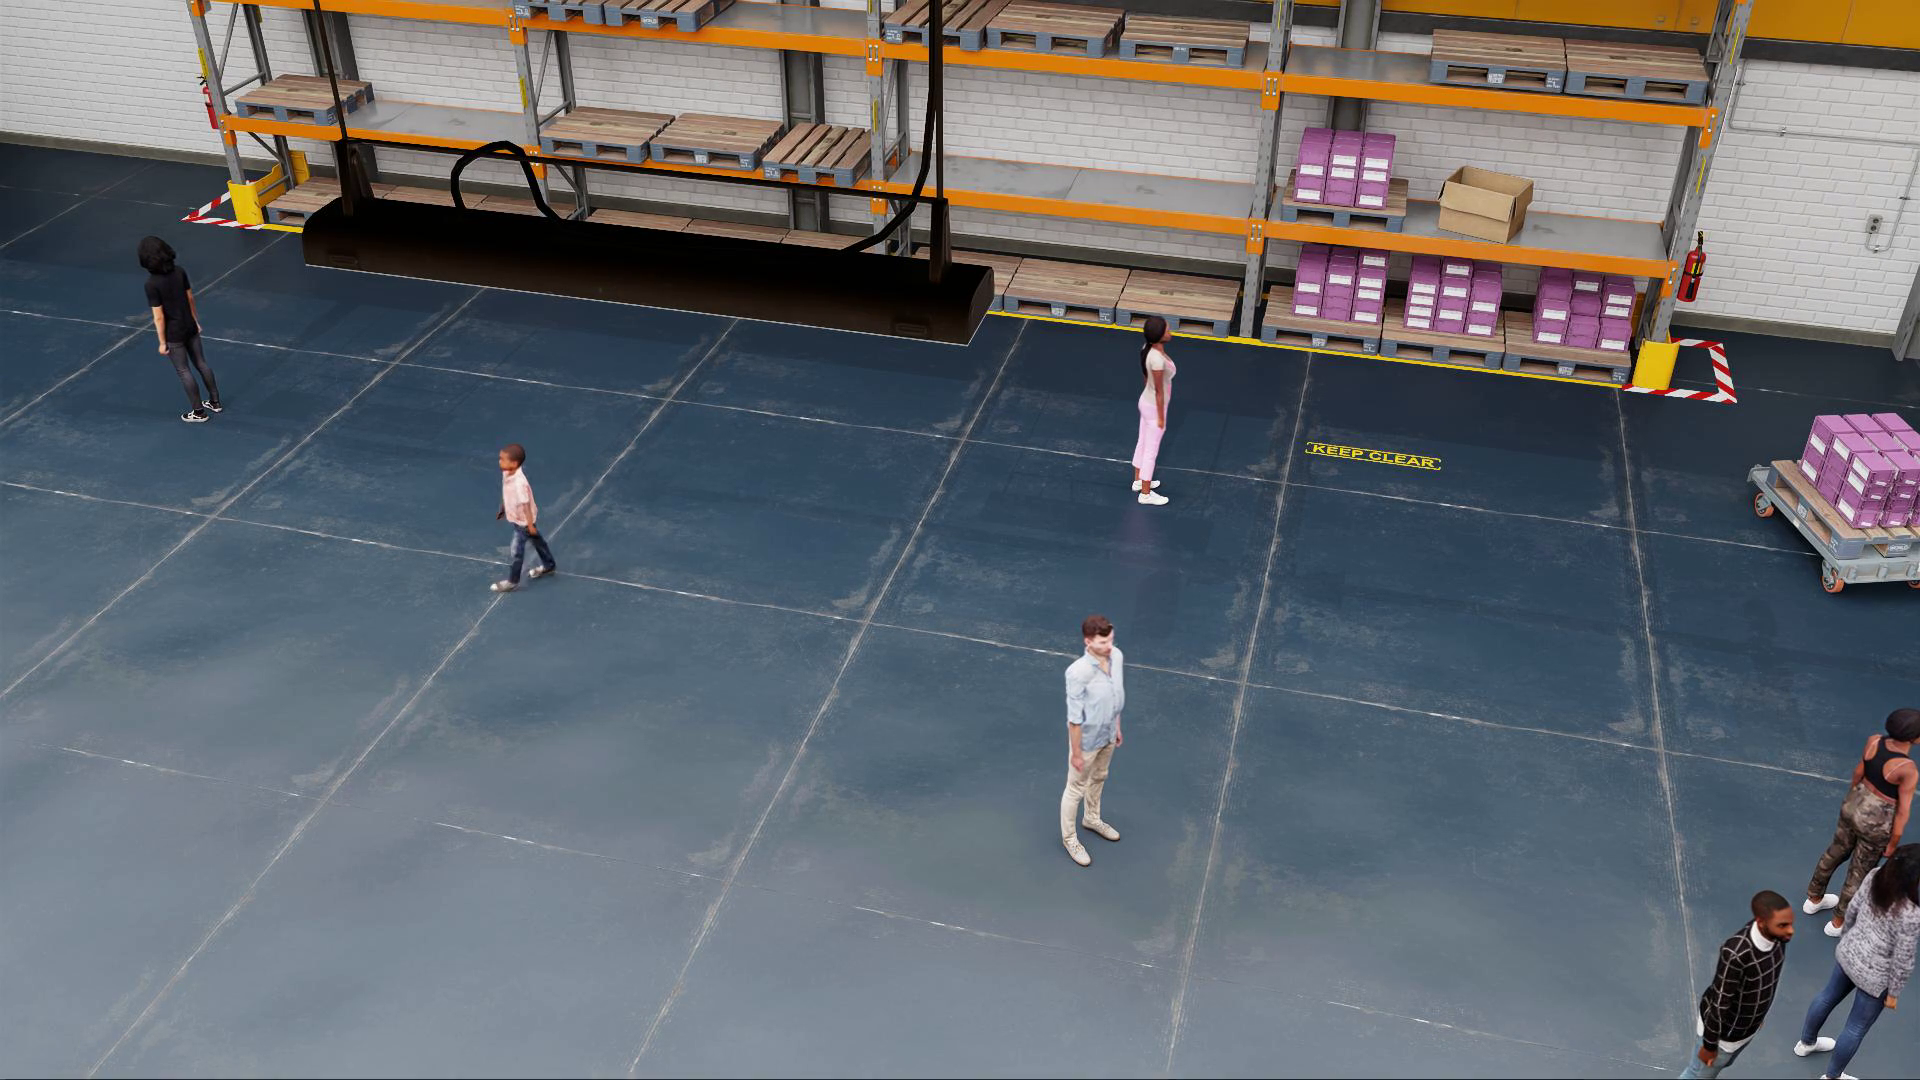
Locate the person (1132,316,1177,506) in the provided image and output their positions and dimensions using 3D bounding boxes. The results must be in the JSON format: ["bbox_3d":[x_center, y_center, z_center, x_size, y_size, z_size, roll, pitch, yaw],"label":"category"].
[{"bbox_3d":[1.665,-1.137,14.379,0.635,1.740,0.647,-4,34,-6],"label":"person"}]

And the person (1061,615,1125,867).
[{"bbox_3d":[0.851,1.242,10.703,0.726,1.848,0.731,28,43,35],"label":"person"}]

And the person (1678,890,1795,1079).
[{"bbox_3d":[4.062,2.524,8.798,0.743,1.821,0.771,-23,40,-30],"label":"person"}]

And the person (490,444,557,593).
[{"bbox_3d":[-3.455,-0.209,13.396,0.865,1.284,0.781,-13,36,-19],"label":"person"}]

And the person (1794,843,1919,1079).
[{"bbox_3d":[5.015,2.326,9.178,0.657,1.731,0.690,-4,34,-7],"label":"person"}]

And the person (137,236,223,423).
[{"bbox_3d":[-7.313,-1.978,15.561,0.561,1.834,0.669,14,36,19],"label":"person"}]

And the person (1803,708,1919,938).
[{"bbox_3d":[5.543,1.700,10.148,0.661,1.699,0.657,-7,34,-11],"label":"person"}]
